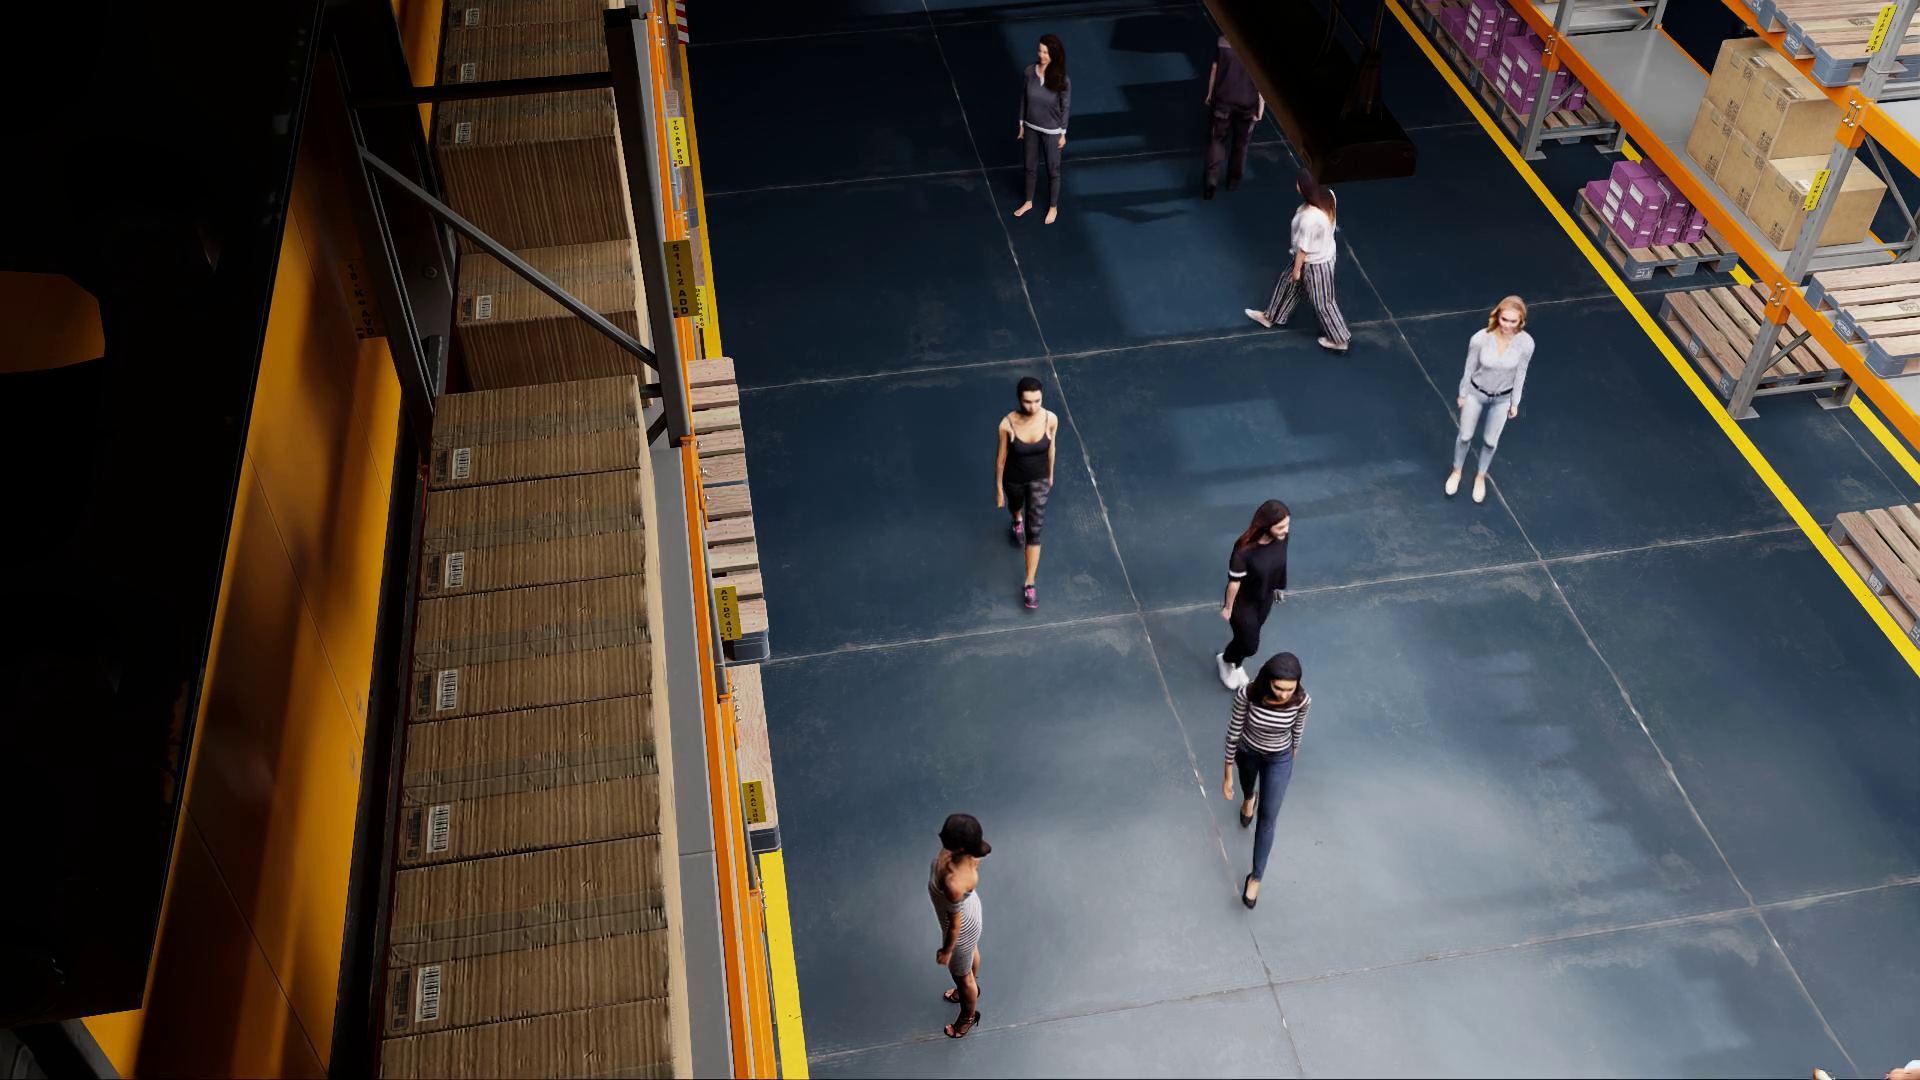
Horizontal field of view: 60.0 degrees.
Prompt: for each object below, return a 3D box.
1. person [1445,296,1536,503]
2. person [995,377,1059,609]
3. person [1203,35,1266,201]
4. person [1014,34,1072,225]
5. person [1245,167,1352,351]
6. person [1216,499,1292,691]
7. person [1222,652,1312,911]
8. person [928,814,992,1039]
[{"bbox_3d":[3.823,-1.041,12.011,0.674,1.790,0.672,11,45,11],"label":"person"},{"bbox_3d":[0.432,-0.460,11.485,0.640,1.675,1.181,-4,44,-4],"label":"person"},{"bbox_3d":[2.456,-3.891,14.973,1.001,1.831,1.148,14,45,14],"label":"person"},{"bbox_3d":[0.743,-3.664,14.781,0.690,1.767,0.707,18,46,18],"label":"person"},{"bbox_3d":[2.921,-2.210,13.365,1.183,1.615,1.227,18,47,18],"label":"person"},{"bbox_3d":[1.824,0.322,10.696,0.716,1.630,0.731,-28,50,-26],"label":"person"},{"bbox_3d":[1.753,1.196,9.698,0.858,1.741,1.202,7,44,7],"label":"person"},{"bbox_3d":[0.008,2.024,8.770,0.700,1.823,0.545,2,44,2],"label":"person"}]
